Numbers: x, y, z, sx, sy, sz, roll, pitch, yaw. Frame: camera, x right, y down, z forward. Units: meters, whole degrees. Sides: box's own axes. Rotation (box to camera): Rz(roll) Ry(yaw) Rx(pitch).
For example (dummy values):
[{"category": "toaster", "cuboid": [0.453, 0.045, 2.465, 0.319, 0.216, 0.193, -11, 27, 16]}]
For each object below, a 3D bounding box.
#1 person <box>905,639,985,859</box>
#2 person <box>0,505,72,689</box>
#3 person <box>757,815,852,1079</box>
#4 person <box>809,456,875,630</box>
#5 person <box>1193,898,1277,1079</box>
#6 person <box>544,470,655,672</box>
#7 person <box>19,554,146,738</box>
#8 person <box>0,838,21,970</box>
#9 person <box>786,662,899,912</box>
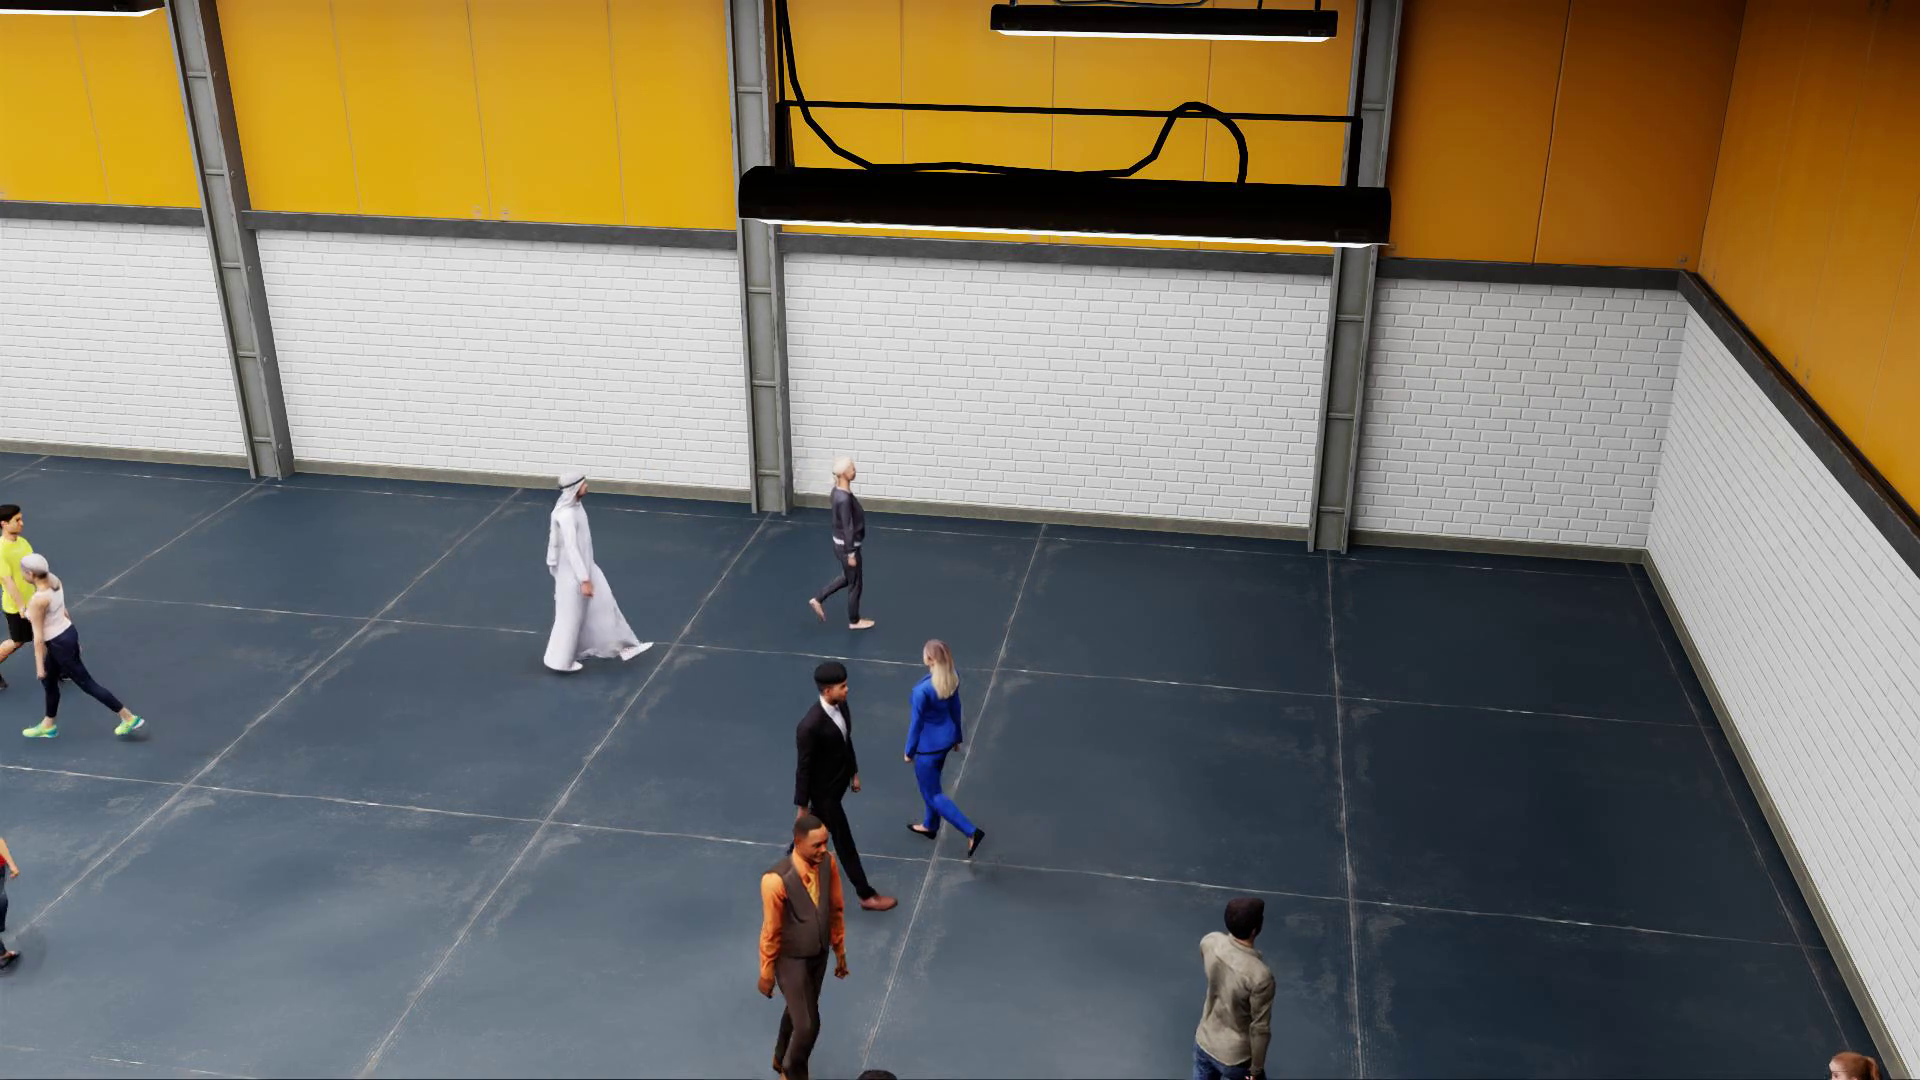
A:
[{"category": "person", "cuboid": [-0.109, 1.526, 11.979, 1.079, 1.678, 0.864, 16, 29, 33]}, {"category": "person", "cuboid": [-8.142, 0.520, 14.276, 1.101, 1.682, 0.737, 0, 24, 0]}, {"category": "person", "cuboid": [-1.000, 2.391, 9.744, 0.879, 1.884, 0.931, -21, 31, -39]}, {"category": "person", "cuboid": [-1.110, 0.045, 15.326, 0.935, 1.712, 0.802, -5, 24, -12]}, {"category": "person", "cuboid": [1.379, 2.760, 8.981, 1.189, 1.818, 1.176, -19, 30, -36]}, {"category": "person", "cuboid": [-3.447, 0.300, 14.523, 1.245, 1.888, 0.892, -1, 24, -2]}, {"category": "person", "cuboid": [-7.140, 0.908, 13.423, 1.278, 1.655, 0.862, -2, 24, -5]}, {"category": "person", "cuboid": [-6.409, 2.210, 10.926, 0.894, 1.269, 0.927, -11, 26, -23]}, {"category": "person", "cuboid": [-0.991, 1.676, 11.455, 1.279, 1.825, 0.920, 10, 26, 22]}]
